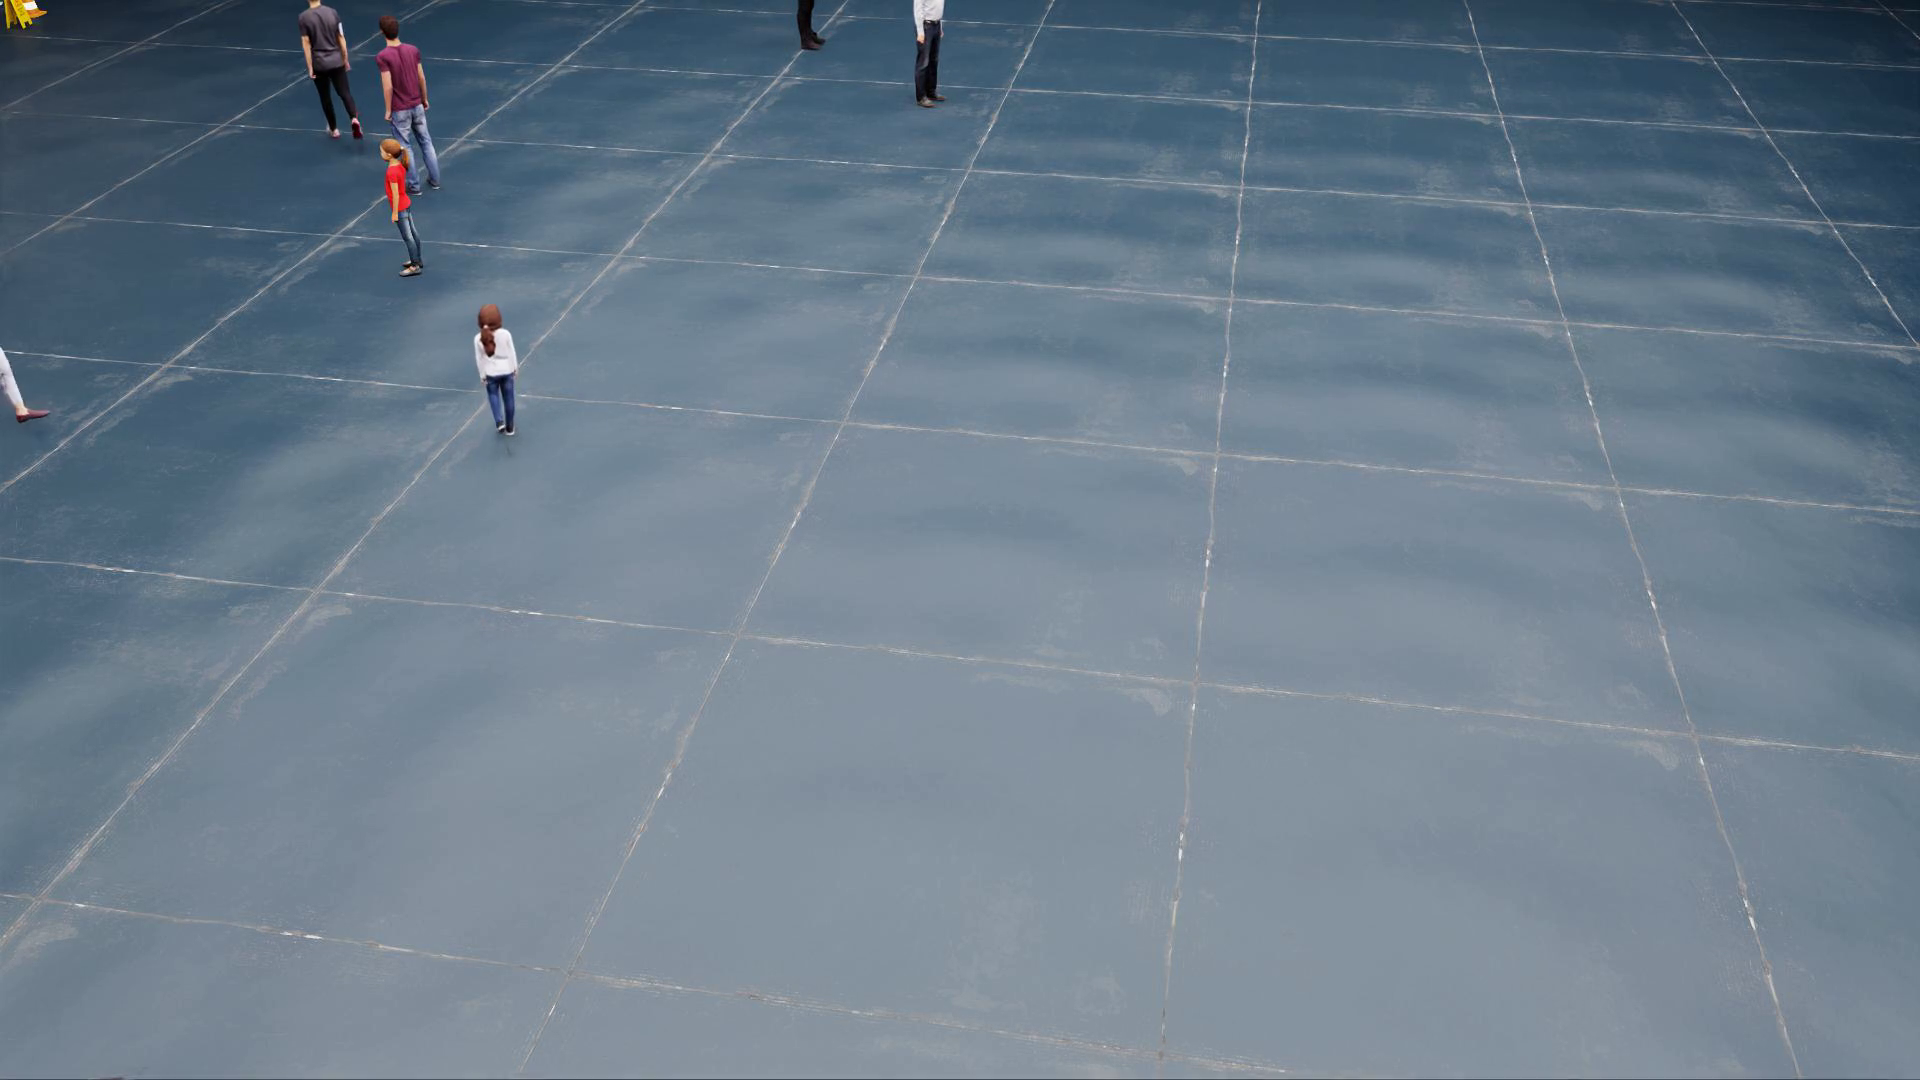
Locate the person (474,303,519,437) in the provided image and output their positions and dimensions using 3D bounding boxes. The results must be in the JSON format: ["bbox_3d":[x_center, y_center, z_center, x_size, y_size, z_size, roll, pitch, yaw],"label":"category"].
[{"bbox_3d":[-3.606,-1.313,12.988,0.509,1.103,0.582,-8,33,-12],"label":"person"}]

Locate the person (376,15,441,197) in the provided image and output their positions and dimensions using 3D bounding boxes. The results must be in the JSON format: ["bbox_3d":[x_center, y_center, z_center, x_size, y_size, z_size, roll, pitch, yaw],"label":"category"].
[{"bbox_3d":[-5.809,-4.557,17.432,0.726,1.849,0.737,25,40,34],"label":"person"}]

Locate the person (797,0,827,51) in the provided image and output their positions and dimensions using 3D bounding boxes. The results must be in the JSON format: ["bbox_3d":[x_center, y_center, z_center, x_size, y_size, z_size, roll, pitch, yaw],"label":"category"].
[{"bbox_3d":[-2.051,-7.462,22.104,0.607,1.777,0.631,8,33,12],"label":"person"}]

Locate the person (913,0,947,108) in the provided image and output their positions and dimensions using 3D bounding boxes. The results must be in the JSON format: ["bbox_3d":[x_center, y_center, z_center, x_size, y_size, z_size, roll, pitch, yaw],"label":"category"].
[{"bbox_3d":[-0.383,-6.182,20.037,0.700,1.817,0.724,19,37,27],"label":"person"}]

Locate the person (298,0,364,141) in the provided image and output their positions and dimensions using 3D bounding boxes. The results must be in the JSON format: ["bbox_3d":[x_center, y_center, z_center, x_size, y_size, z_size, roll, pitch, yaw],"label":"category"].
[{"bbox_3d":[-7.117,-5.346,18.783,1.055,1.741,1.119,-21,38,-29],"label":"person"}]

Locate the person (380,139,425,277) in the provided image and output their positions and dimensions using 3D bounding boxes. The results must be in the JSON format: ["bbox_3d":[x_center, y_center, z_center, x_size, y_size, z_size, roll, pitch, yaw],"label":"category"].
[{"bbox_3d":[-5.268,-3.153,15.710,0.556,1.311,0.524,-2,32,-3],"label":"person"}]
